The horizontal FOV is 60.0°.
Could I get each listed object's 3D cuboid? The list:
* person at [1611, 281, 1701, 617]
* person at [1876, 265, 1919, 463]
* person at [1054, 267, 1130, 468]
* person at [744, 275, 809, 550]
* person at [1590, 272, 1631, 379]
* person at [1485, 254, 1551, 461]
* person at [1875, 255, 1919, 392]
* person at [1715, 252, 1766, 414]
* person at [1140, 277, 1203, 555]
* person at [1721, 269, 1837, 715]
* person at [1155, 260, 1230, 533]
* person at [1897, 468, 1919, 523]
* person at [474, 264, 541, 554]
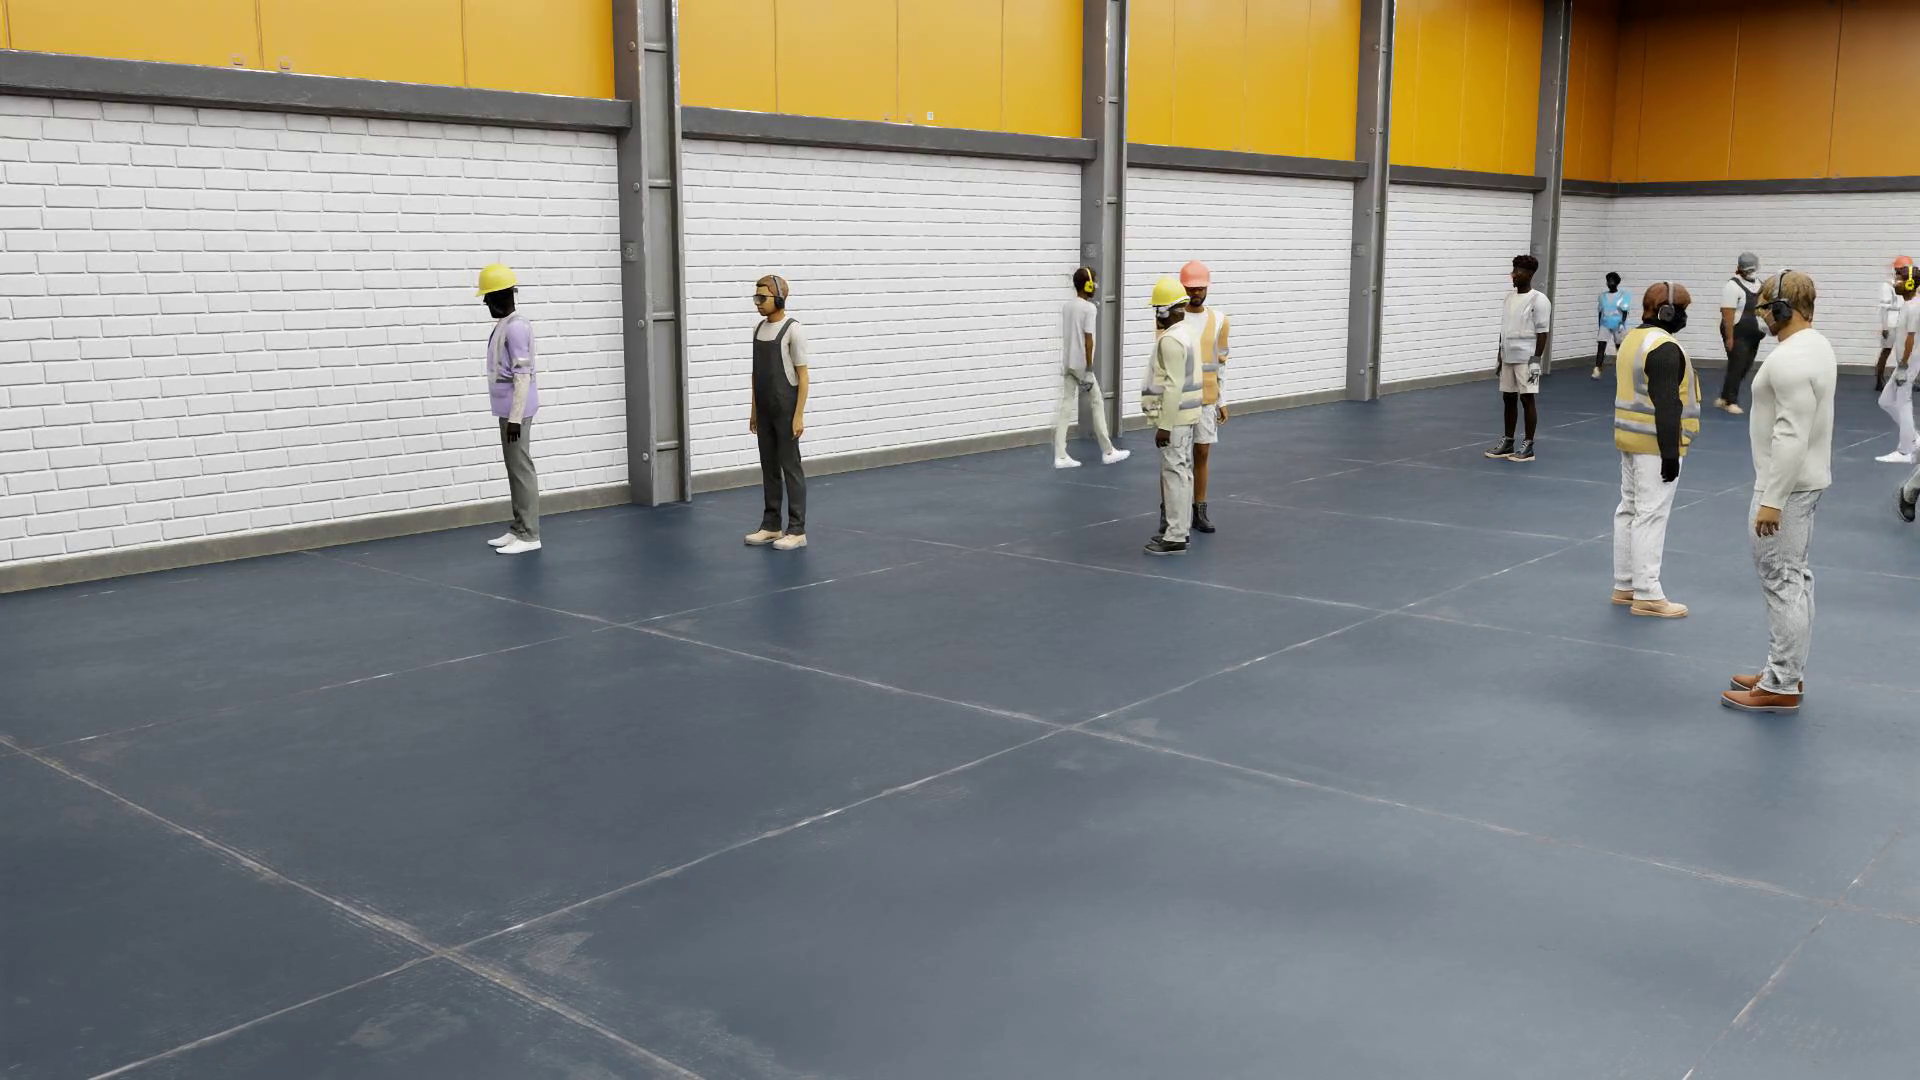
[{"bbox_3d":[3.856,-0.504,9.227,0.429,1.842,0.626,0,10,3],"label":"person"},{"bbox_3d":[8.887,-1.644,15.687,0.376,1.848,0.565,5,11,25],"label":"person"},{"bbox_3d":[1.211,-1.592,15.422,0.886,1.833,0.559,-7,12,-33],"label":"person"},{"bbox_3d":[-1.236,-0.857,11.216,0.514,1.844,0.328,9,14,43],"label":"person"},{"bbox_3d":[10.140,-3.327,25.832,0.535,1.652,0.857,9,13,41],"label":"person"},{"bbox_3d":[5.337,-1.736,15.874,0.367,1.966,0.607,-4,11,-22],"label":"person"},{"bbox_3d":[13.185,-3.008,23.258,0.581,1.911,0.774,-3,10,-14],"label":"person"},{"bbox_3d":[9.572,-2.575,20.441,0.753,2.000,0.721,-7,12,-33],"label":"person"},{"bbox_3d":[1.394,-0.812,11.006,0.404,1.829,0.591,3,10,18],"label":"person"},{"bbox_3d":[3.599,-0.206,7.264,0.351,1.931,0.635,7,12,33],"label":"person"},{"bbox_3d":[1.647,-1.005,11.796,0.548,1.937,0.379,-1,10,-7],"label":"person"},{"bbox_3d":[7.064,-0.929,11.739,0.603,1.811,0.757,-1,10,-6],"label":"person"},{"bbox_3d":[-2.997,-0.866,11.063,0.379,1.918,0.585,-4,11,-22],"label":"person"}]
